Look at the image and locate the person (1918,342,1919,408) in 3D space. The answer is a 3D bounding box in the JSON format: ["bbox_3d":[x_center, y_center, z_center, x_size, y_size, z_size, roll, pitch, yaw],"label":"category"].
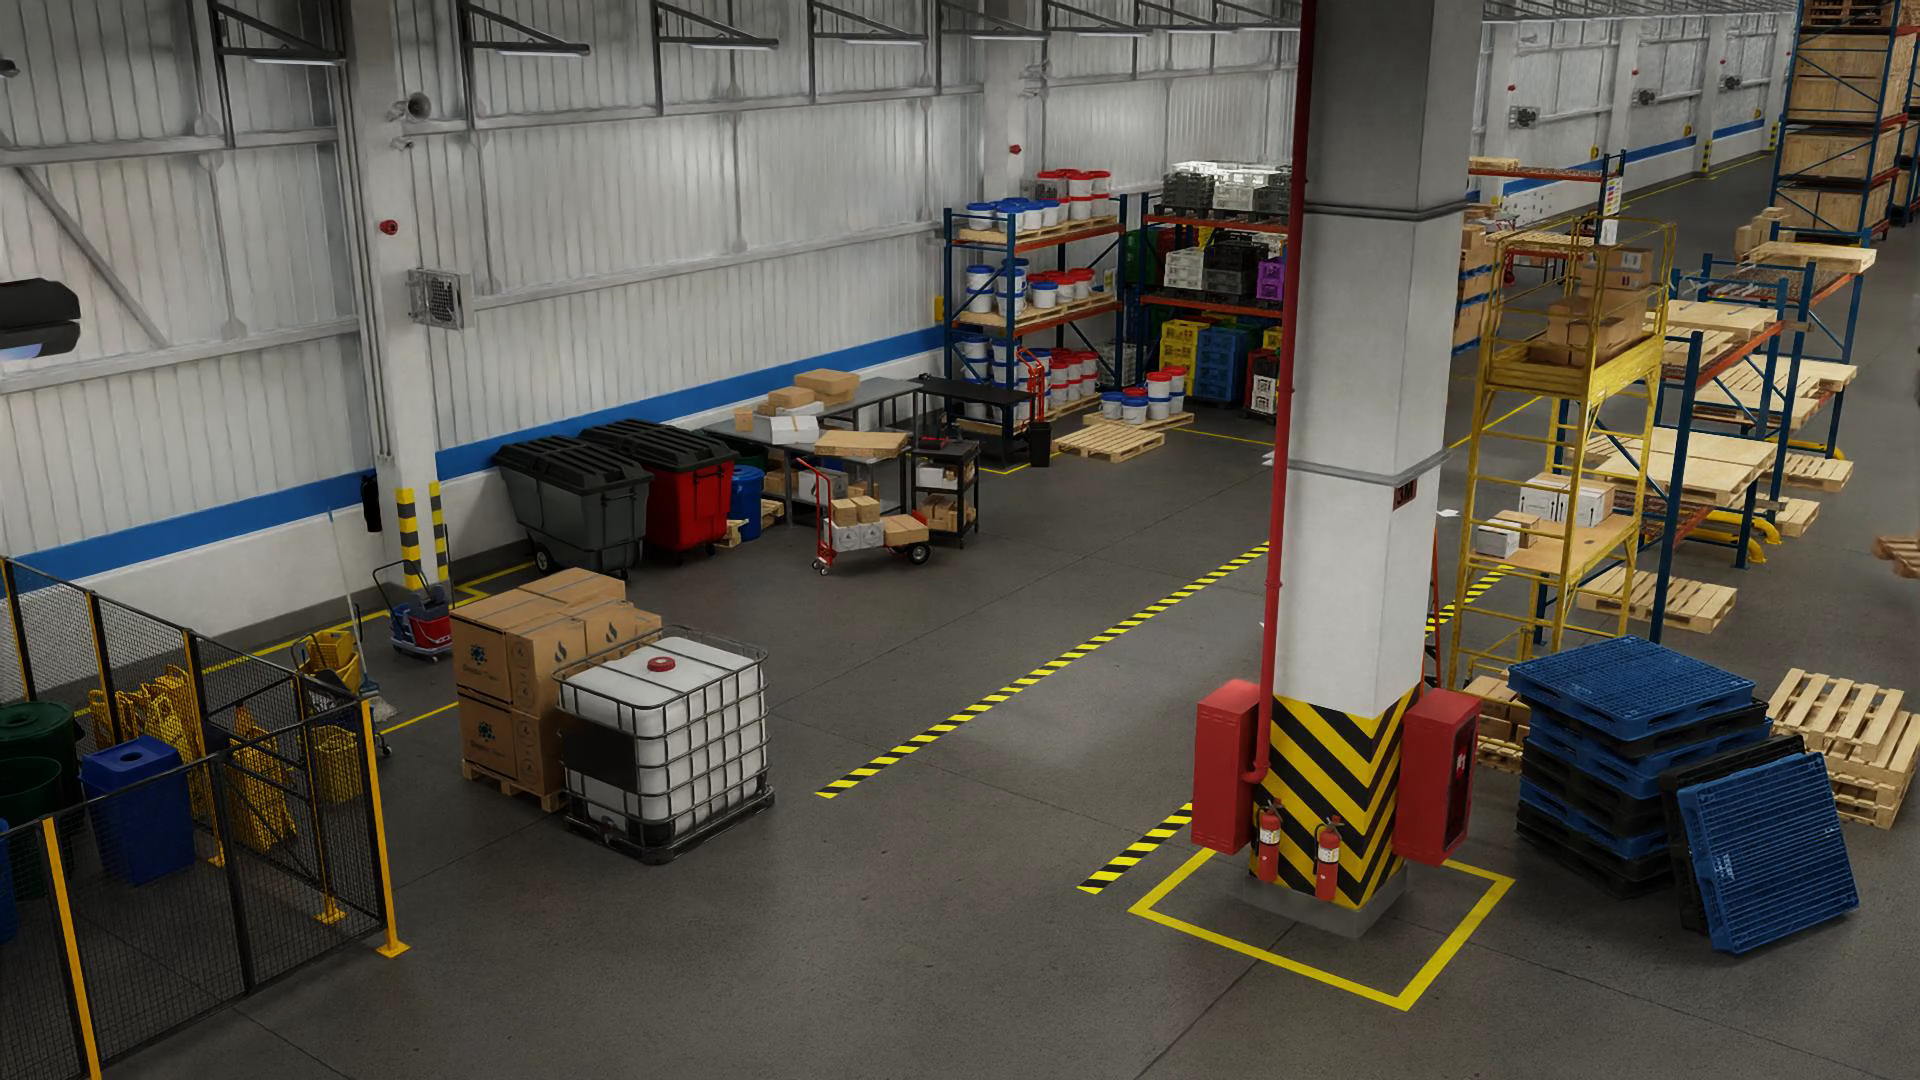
[{"bbox_3d":[13.999,-2.786,23.681,0.556,1.915,0.592,6,19,17],"label":"person"}]
